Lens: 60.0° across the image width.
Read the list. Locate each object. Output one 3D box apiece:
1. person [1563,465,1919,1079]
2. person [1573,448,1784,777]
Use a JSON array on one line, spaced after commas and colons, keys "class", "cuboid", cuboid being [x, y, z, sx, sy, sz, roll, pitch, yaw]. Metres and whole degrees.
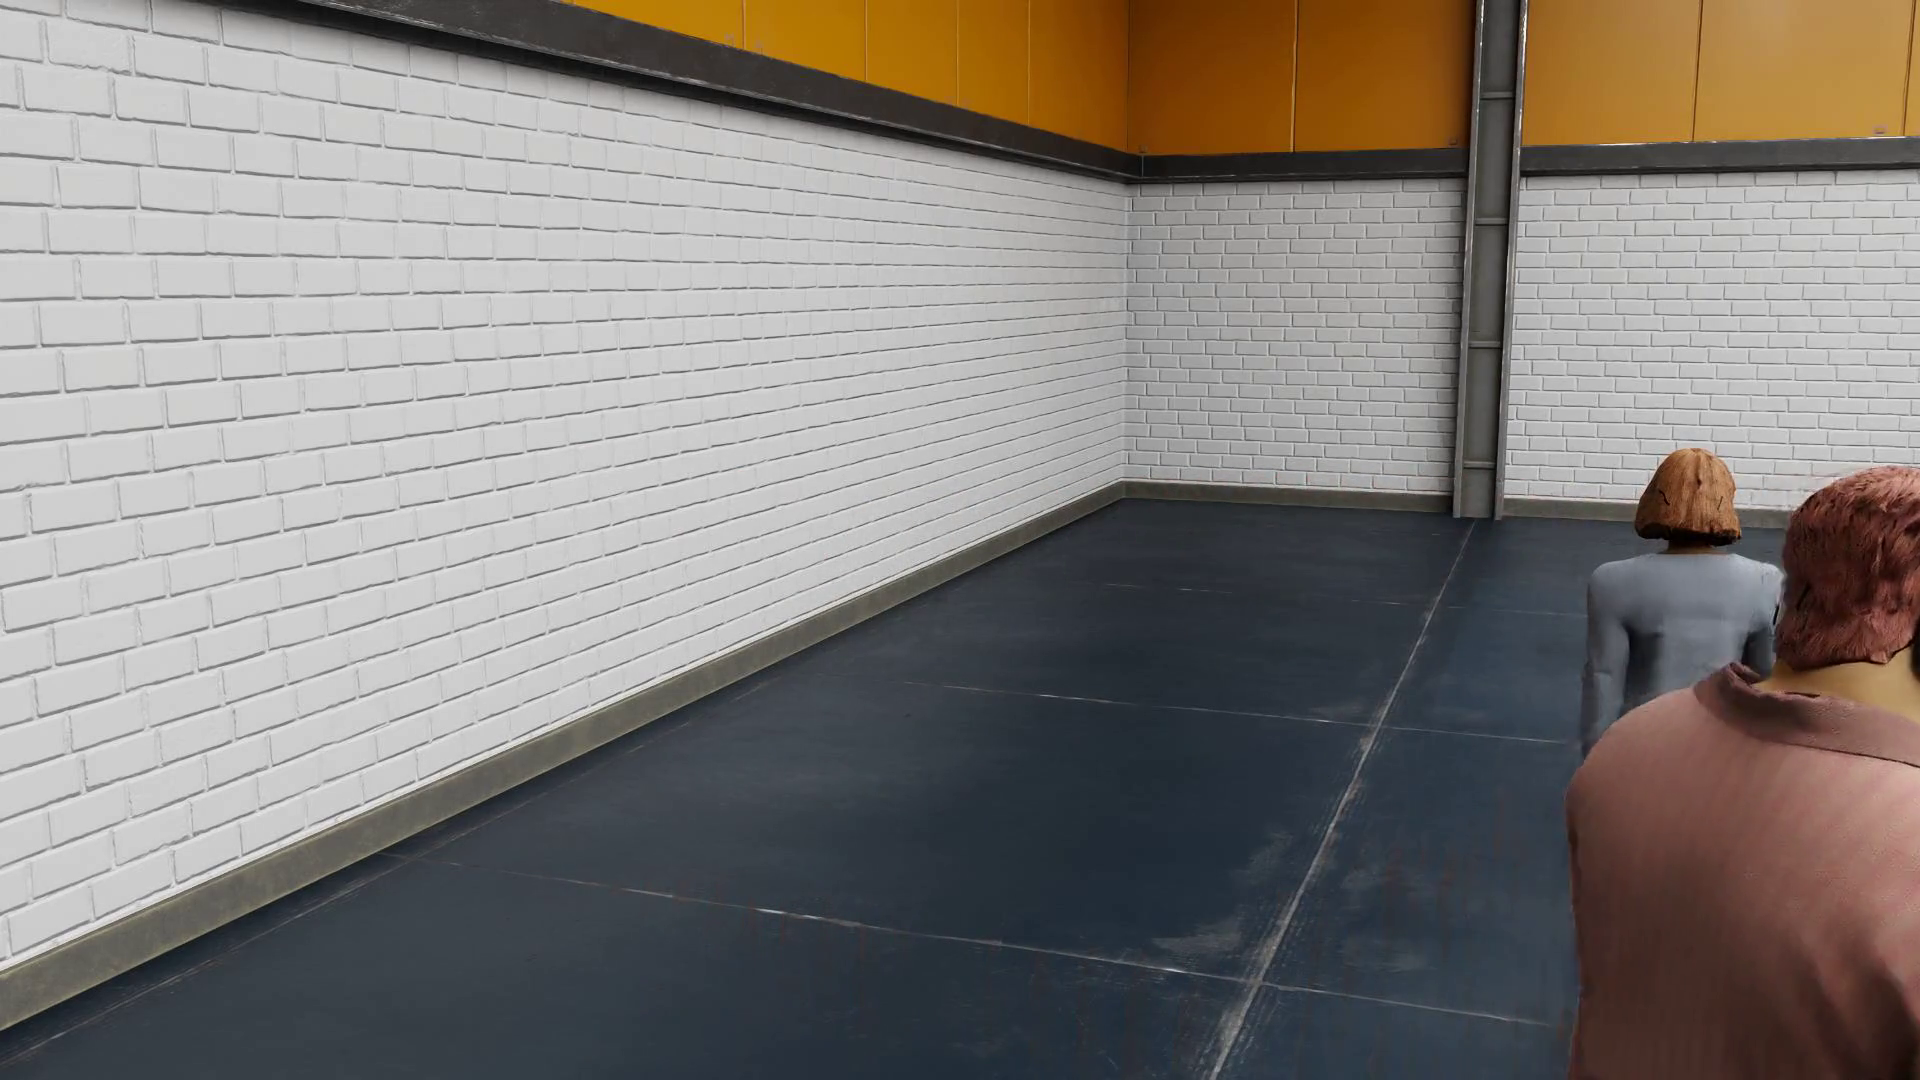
[{"class": "person", "cuboid": [0.827, 0.858, 1.784, 0.558, 1.877, 0.713, -2, 9, -15]}, {"class": "person", "cuboid": [1.849, 0.577, 4.311, 0.500, 1.633, 0.280, 1, 9, 5]}]
